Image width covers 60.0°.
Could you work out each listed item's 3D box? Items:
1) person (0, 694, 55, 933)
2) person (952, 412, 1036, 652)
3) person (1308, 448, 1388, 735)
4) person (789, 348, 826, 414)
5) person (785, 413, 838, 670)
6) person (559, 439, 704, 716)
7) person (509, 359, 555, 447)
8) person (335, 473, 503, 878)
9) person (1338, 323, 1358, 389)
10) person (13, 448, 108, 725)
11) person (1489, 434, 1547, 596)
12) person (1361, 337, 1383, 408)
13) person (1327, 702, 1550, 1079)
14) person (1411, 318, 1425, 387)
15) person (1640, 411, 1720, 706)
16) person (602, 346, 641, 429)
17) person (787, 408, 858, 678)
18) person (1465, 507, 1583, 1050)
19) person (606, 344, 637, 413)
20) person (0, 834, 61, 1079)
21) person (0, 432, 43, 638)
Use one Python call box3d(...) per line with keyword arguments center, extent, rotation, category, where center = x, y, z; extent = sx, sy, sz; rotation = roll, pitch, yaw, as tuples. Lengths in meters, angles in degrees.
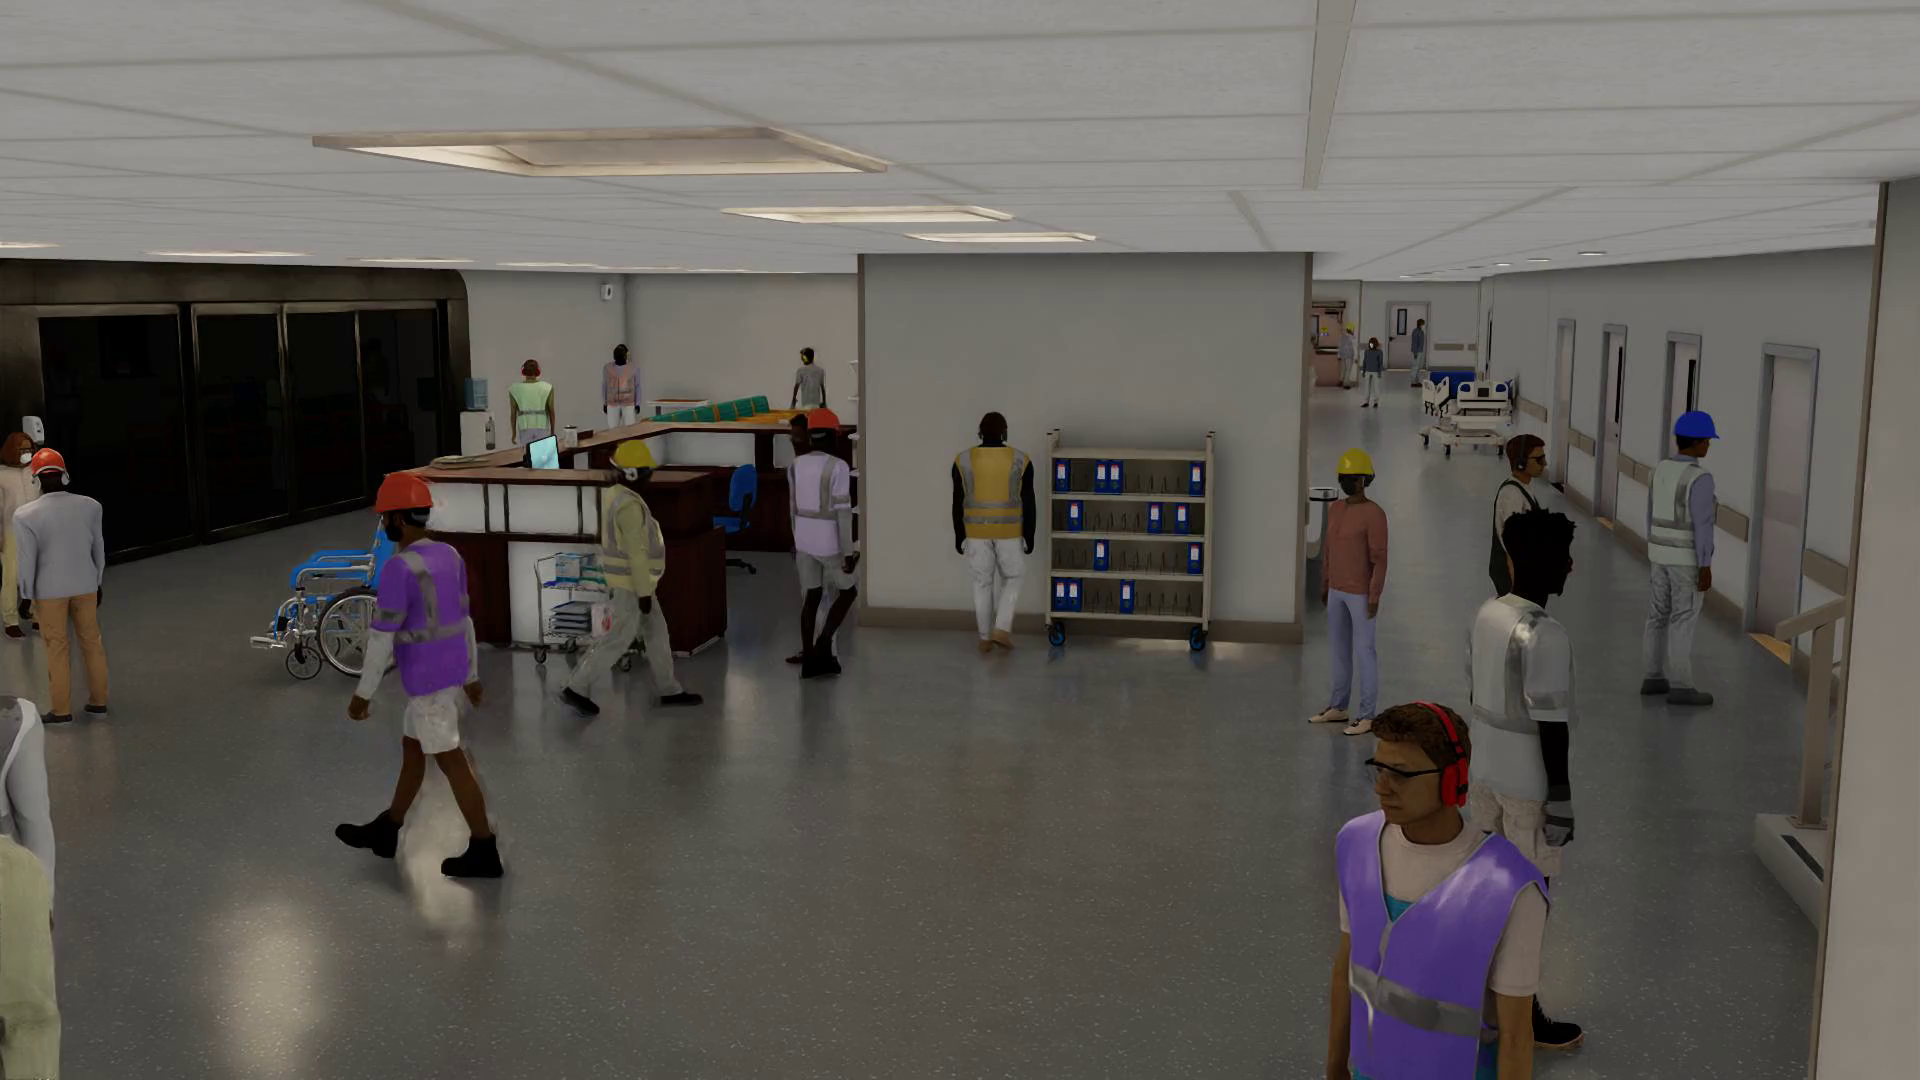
box3d(center=(-2.966, 1.080, 4.877), extent=(0.568, 1.878, 0.351), rotation=(-5, 10, -32), category="person")
box3d(center=(0.256, -0.048, 12.506), extent=(0.630, 1.834, 0.466), rotation=(0, 9, 3), category="person")
box3d(center=(2.418, 0.314, 10.299), extent=(0.297, 1.772, 0.533), rotation=(-4, 10, -26), category="person")
box3d(center=(-2.442, -2.156, 26.603), extent=(0.481, 1.804, 0.970), rotation=(-7, 11, -38), category="person")
box3d(center=(-1.073, 0.013, 12.005), extent=(0.322, 1.861, 0.514), rotation=(-4, 10, -27), category="person")
box3d(center=(-2.152, 0.244, 10.689), extent=(0.902, 1.796, 0.604), rotation=(-2, 9, -16), category="person")
box3d(center=(-5.499, -1.401, 21.420), extent=(0.565, 1.847, 0.396), rotation=(-2, 9, -13), category="person")
box3d(center=(-2.569, 0.635, 7.758), extent=(0.953, 1.884, 0.557), rotation=(1, 9, 7), category="person")
box3d(center=(10.660, -5.037, 45.634), extent=(0.424, 1.817, 0.625), rotation=(-5, 10, -32), category="person")
box3d(center=(-5.687, 0.291, 10.513), extent=(0.339, 1.747, 0.563), rotation=(5, 10, 32), category="person")
box3d(center=(3.502, 0.252, 10.449), extent=(0.343, 1.846, 0.507), rotation=(3, 9, 19), category="person")
box3d(center=(9.580, -3.890, 38.644), extent=(0.497, 1.633, 0.284), rotation=(7, 11, 40), category="person")
box3d(center=(1.070, 1.263, 3.795), extent=(0.388, 1.839, 0.568), rotation=(-5, 10, -31), category="person")
box3d(center=(12.868, -5.254, 46.724), extent=(0.378, 1.931, 0.635), rotation=(5, 10, 32), category="person")
box3d(center=(4.793, 0.115, 11.029), extent=(0.409, 1.943, 0.614), rotation=(-2, 9, -11), category="person")
box3d(center=(-5.412, -2.171, 26.579), extent=(0.624, 1.837, 0.430), rotation=(0, 9, 0), category="person")
box3d(center=(-0.958, 0.029, 11.736), extent=(0.610, 1.903, 0.454), rotation=(7, 11, 38), category="person")
box3d(center=(2.055, 0.853, 6.068), extent=(0.367, 1.966, 0.604), rotation=(-2, 9, -10), category="person")
box3d(center=(-5.513, -2.261, 27.100), extent=(0.526, 1.861, 0.321), rotation=(-1, 9, -10), category="person")
box3d(center=(-2.196, 1.229, 3.498), extent=(0.624, 1.991, 0.399), rotation=(2, 9, 12), category="person")
box3d(center=(-7.413, -0.045, 13.171), extent=(0.286, 1.627, 0.504), rotation=(5, 10, 31), category="person")
